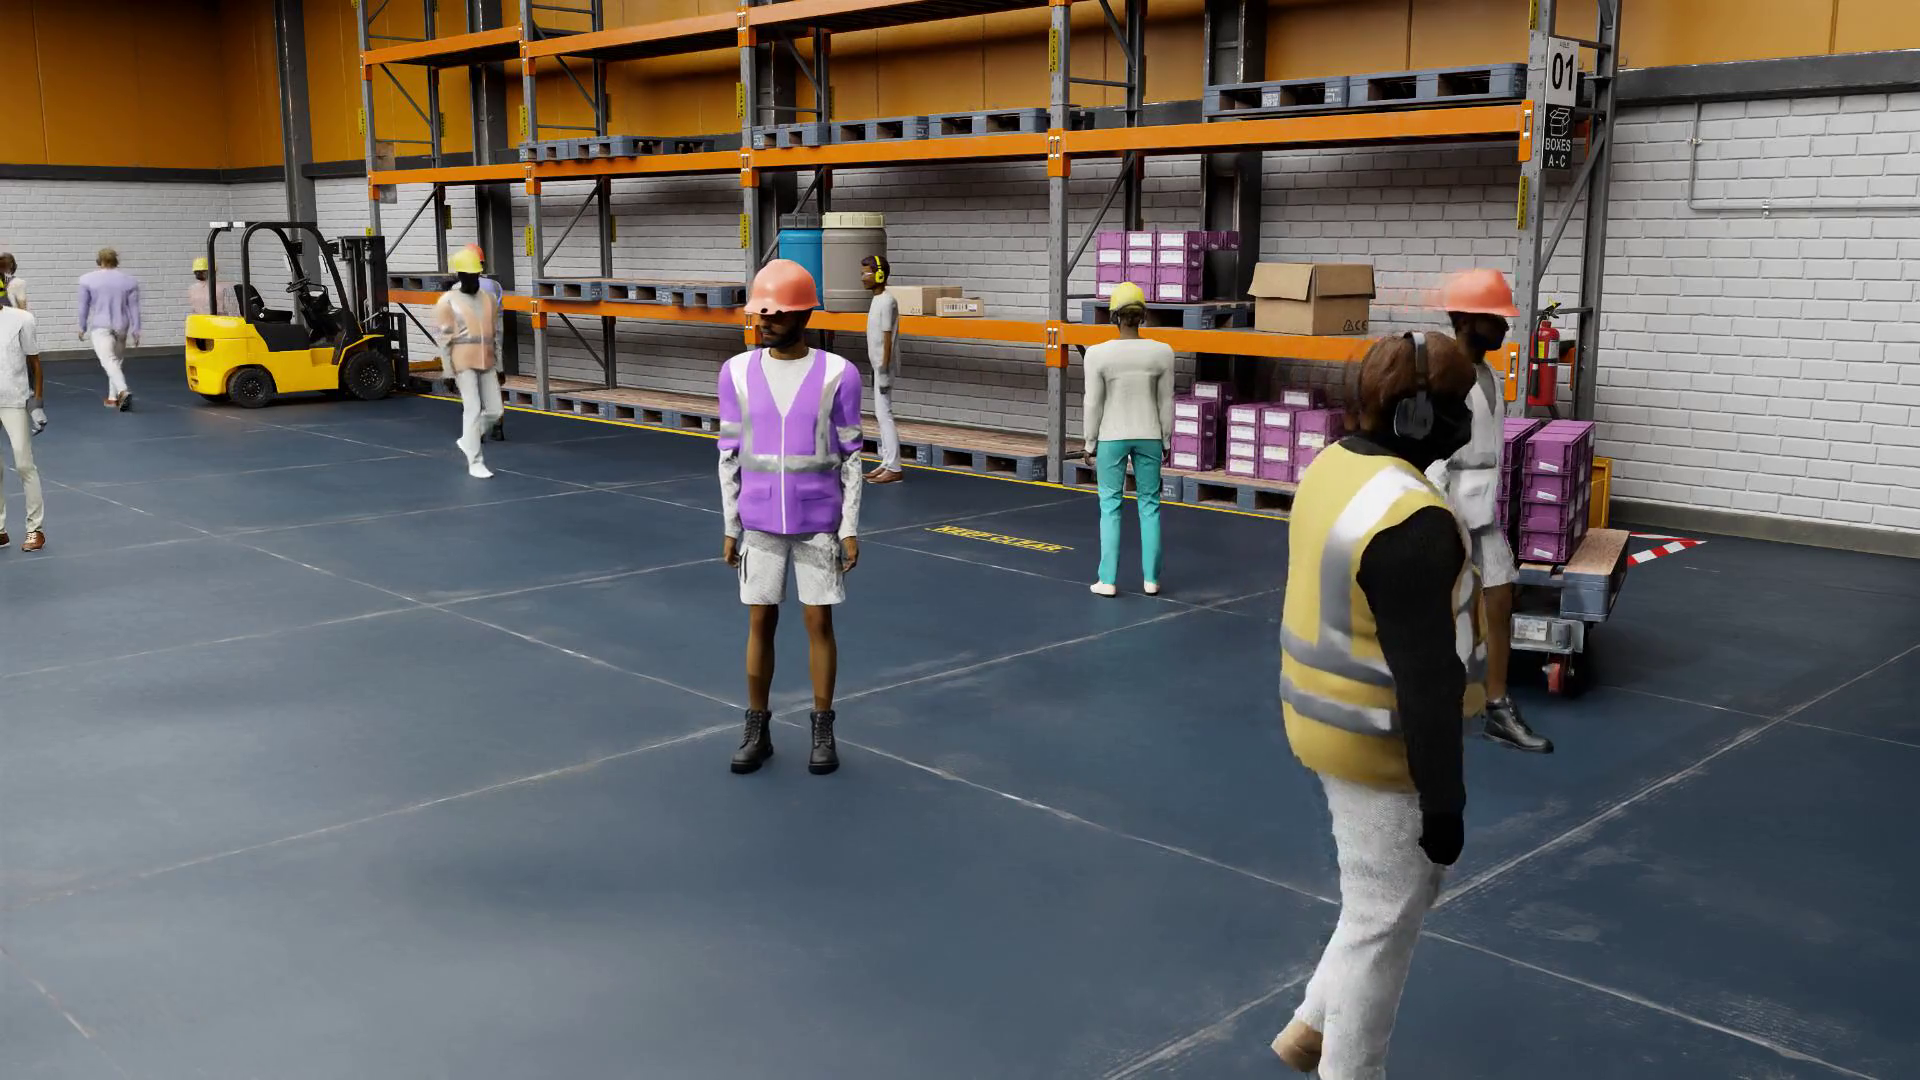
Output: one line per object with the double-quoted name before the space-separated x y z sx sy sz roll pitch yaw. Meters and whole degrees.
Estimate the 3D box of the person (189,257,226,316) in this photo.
"person" -9.451 -2.684 20.982 0.525 1.753 0.458 3 11 14

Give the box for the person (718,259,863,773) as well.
"person" -0.635 -0.074 6.240 0.547 1.934 0.376 1 10 4

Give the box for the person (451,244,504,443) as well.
"person" -4.711 -1.909 16.232 0.361 1.940 0.543 10 14 43

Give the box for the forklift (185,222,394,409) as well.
"forklift" -8.169 -2.758 20.163 2.313 2.155 1.214 -10 14 -44

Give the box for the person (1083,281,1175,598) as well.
"person" 0.939 -0.552 9.303 0.525 1.769 0.308 -2 11 -9

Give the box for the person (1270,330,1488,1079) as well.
"person" 0.936 0.457 3.638 0.457 1.823 0.649 0 10 -3

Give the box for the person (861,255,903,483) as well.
"person" -0.647 -1.396 13.667 0.318 1.860 0.512 -2 11 -11

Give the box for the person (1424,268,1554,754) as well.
"person" 1.941 -0.135 6.675 0.931 1.909 0.556 10 14 44

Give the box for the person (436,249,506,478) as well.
"person" -4.097 -1.474 13.946 0.478 1.904 0.604 8 13 36

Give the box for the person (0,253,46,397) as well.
"person" -11.672 -2.623 20.496 0.525 1.795 0.941 -1 10 -5

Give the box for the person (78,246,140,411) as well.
"person" -9.828 -2.450 19.310 0.637 1.903 0.963 -10 14 -44

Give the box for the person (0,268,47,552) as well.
"person" -6.137 -0.846 10.643 0.532 1.862 0.311 -1 10 -5
